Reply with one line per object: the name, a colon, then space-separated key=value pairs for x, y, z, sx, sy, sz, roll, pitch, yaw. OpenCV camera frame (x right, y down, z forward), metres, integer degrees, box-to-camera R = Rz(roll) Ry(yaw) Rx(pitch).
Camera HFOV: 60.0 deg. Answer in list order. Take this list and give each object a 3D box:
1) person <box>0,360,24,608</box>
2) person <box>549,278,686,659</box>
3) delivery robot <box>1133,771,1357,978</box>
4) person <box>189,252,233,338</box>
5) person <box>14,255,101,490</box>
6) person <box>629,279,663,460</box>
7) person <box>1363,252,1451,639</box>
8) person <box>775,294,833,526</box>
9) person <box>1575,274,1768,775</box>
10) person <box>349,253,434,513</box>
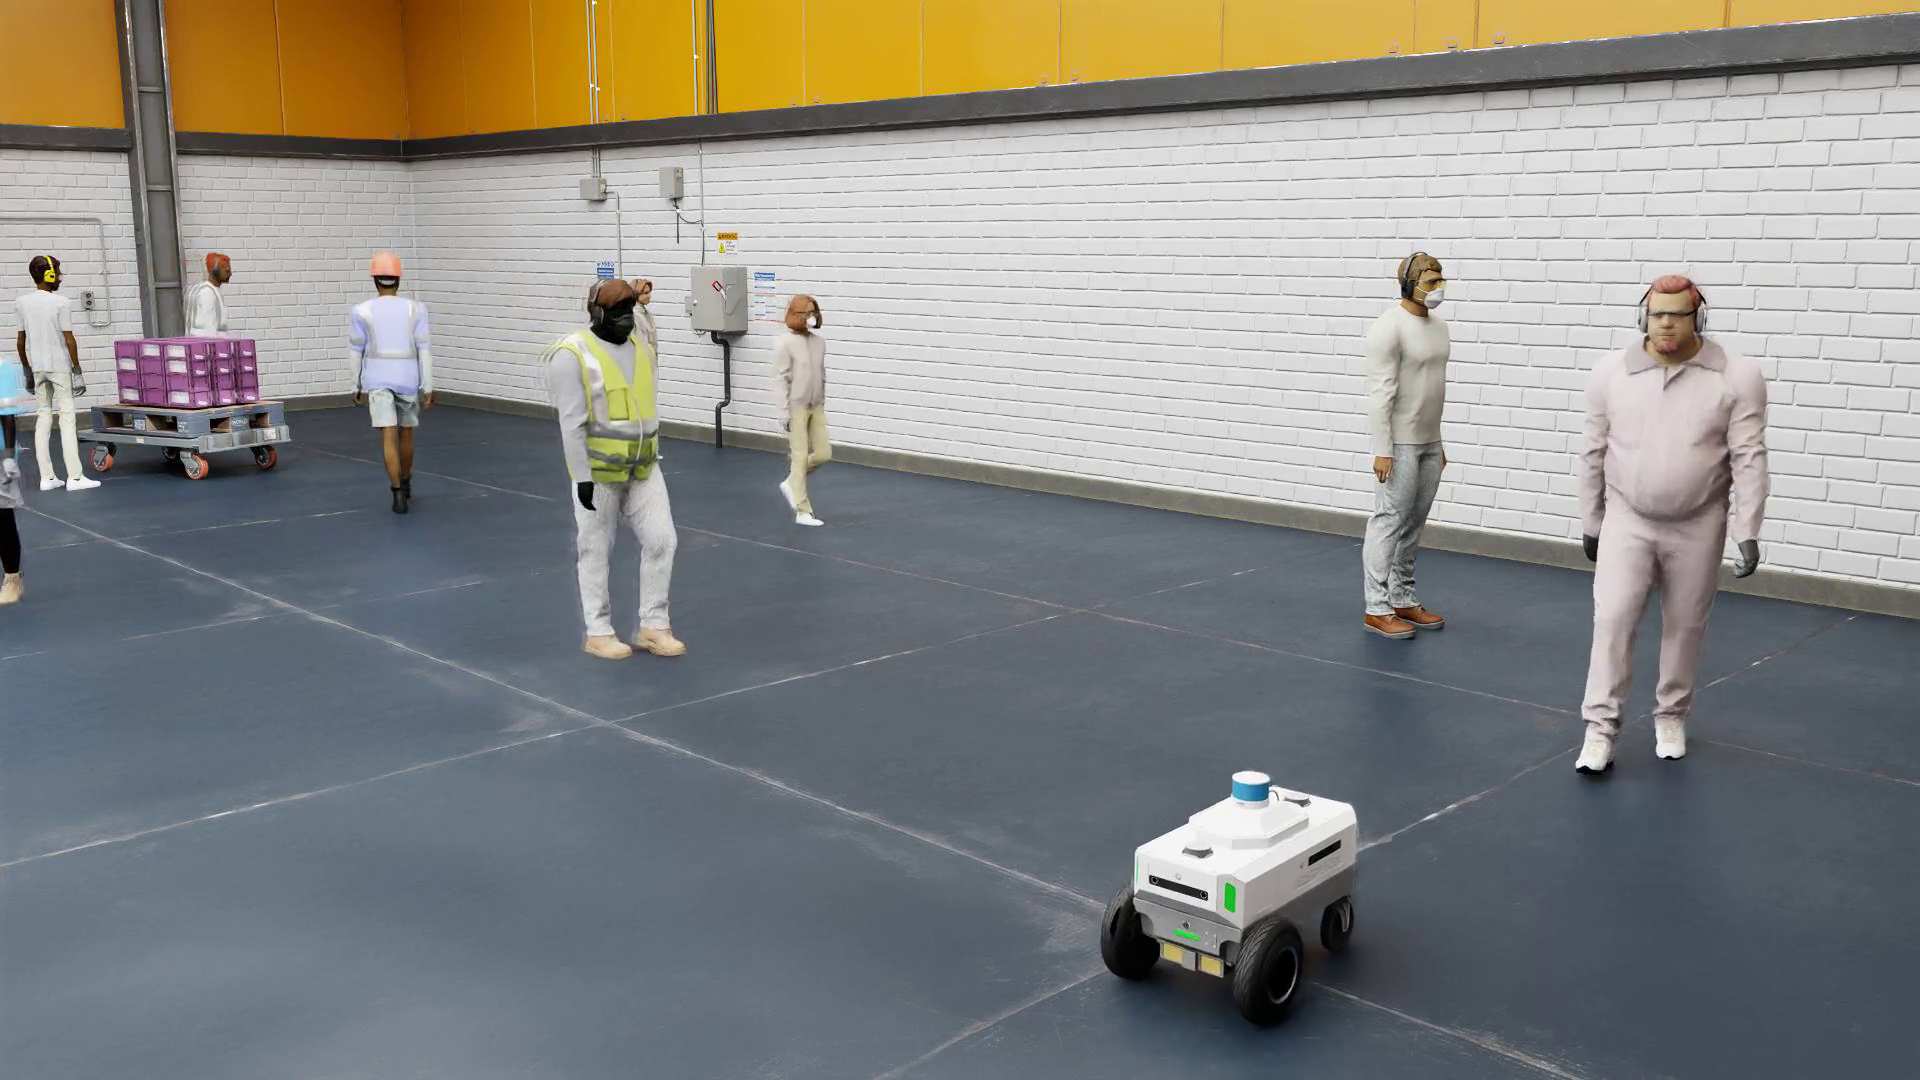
person: x=-5.252 y=-0.404 z=8.785 sx=0.539 sy=1.663 sz=0.812 roll=-2 pitch=11 yaw=-11
person: x=-1.589 y=-0.312 z=7.849 sx=0.643 sy=1.822 sz=0.631 roll=9 pitch=14 yaw=41
delivery robot: x=0.790 y=0.878 z=4.554 sx=0.477 sy=0.478 sz=0.707 roll=9 pitch=14 yaw=40
person: x=-7.119 y=-1.804 z=15.876 sx=0.418 sy=1.866 sz=0.579 roll=-2 pitch=11 yaw=-12
person: x=-7.211 y=-1.320 z=13.230 sx=0.518 sy=1.865 sz=0.330 roll=2 pitch=11 yaw=9
person: x=-2.846 y=-1.502 z=14.829 sx=0.307 sy=1.639 sz=0.525 roll=2 pitch=11 yaw=10
person: x=2.278 y=-0.480 z=8.437 sx=0.358 sy=1.938 sz=0.636 roll=10 pitch=14 yaw=43
person: x=-1.126 y=-0.908 z=11.648 sx=0.431 sy=1.621 sz=0.504 roll=9 pitch=14 yaw=39
person: x=2.634 y=-0.036 z=6.219 sx=0.668 sy=1.872 sz=0.890 roll=5 pitch=11 yaw=25
person: x=-4.243 y=-1.179 z=12.398 sx=0.567 sy=1.881 sz=0.978 roll=-5 pitch=11 yaw=-23
